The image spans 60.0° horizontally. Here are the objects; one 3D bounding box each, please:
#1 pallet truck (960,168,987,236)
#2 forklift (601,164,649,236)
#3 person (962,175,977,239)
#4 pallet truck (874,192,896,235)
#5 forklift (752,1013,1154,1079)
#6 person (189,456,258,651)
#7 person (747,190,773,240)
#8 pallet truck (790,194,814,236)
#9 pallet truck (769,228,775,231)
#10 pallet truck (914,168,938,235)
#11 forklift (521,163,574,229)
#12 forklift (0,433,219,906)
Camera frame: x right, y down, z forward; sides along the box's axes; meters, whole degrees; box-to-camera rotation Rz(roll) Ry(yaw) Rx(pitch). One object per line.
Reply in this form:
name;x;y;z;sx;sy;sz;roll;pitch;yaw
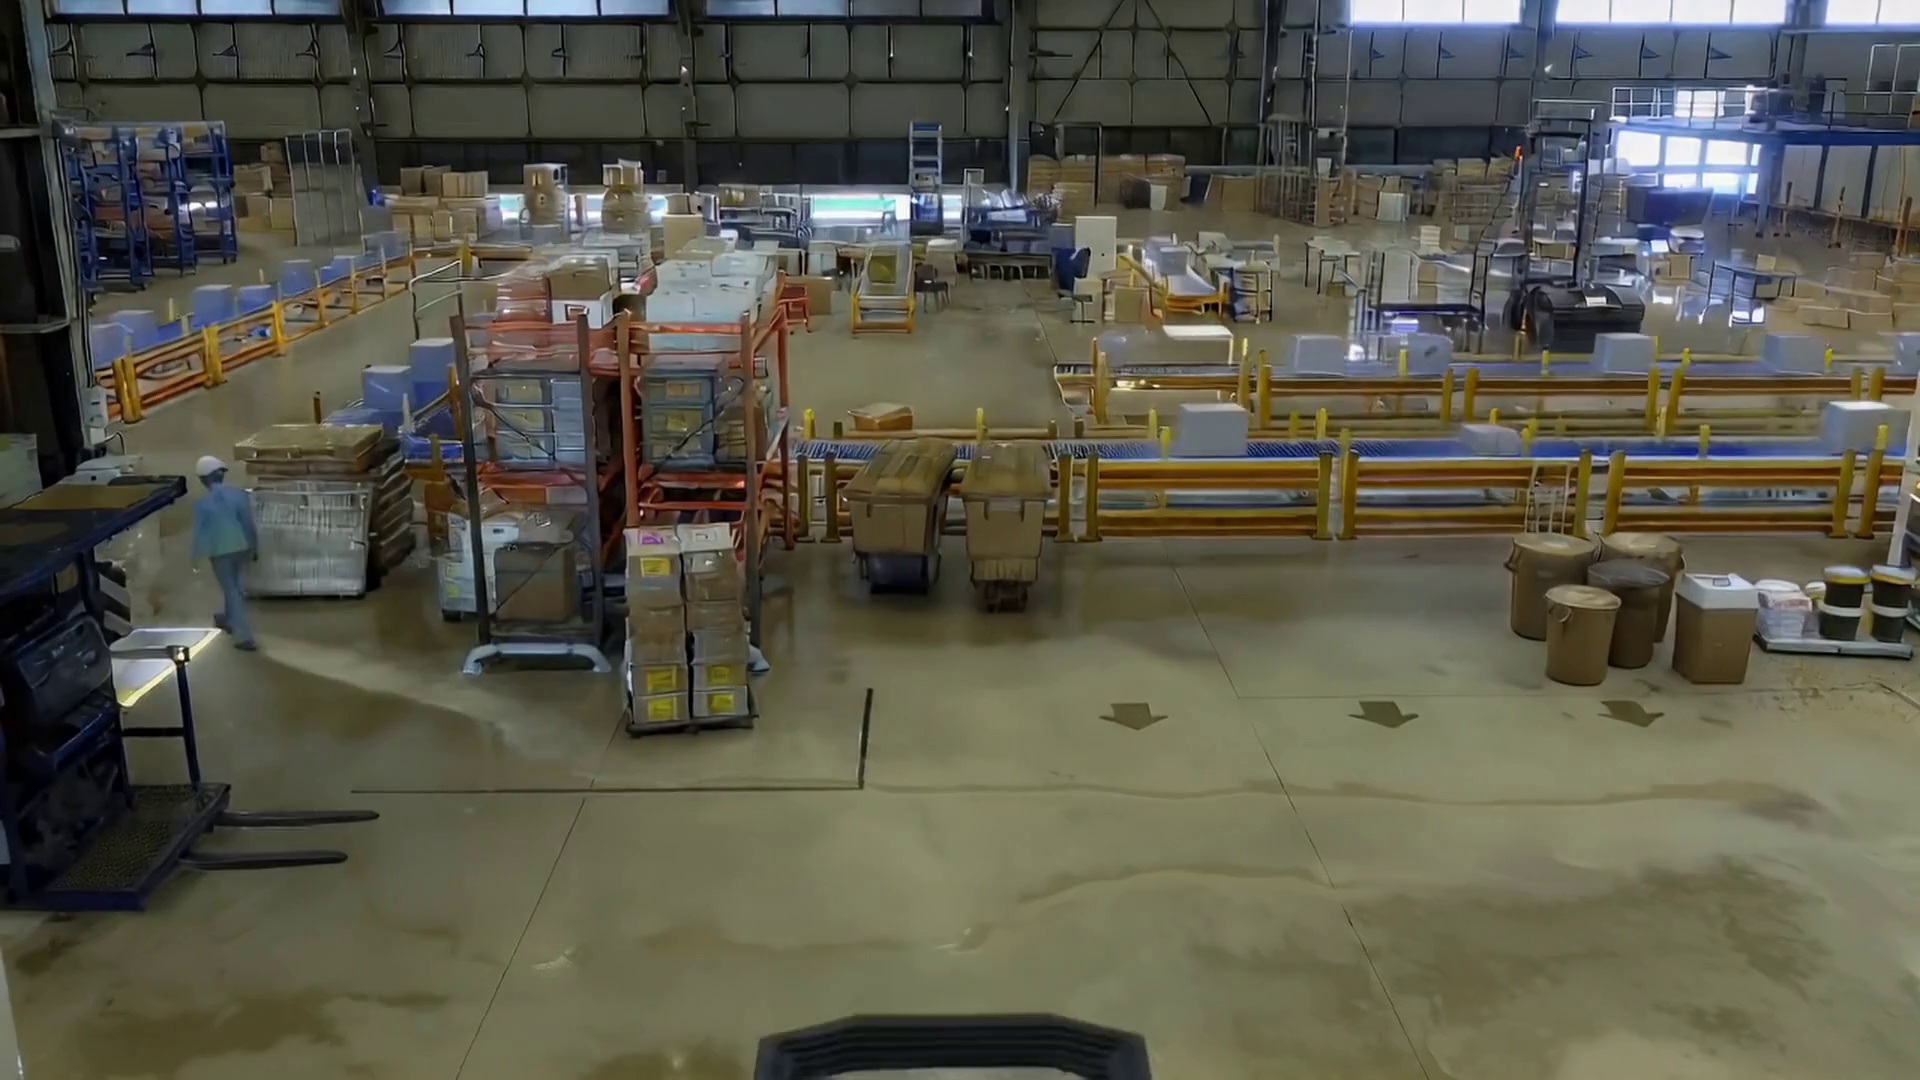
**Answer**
pallet truck;0.383;-10.230;50.206;0.823;1.965;1.885;-1;16;-3
forklift;-9.948;-10.127;49.296;1.157;1.987;2.680;-1;16;-3
person;0.241;-9.621;48.246;0.409;1.913;0.645;-11;19;-34
pallet truck;-2.277;-9.986;50.594;0.653;1.274;1.630;0;16;-1
forklift;-0.016;2.549;4.215;1.129;2.768;1.873;0;16;-1
person;-6.588;0.099;14.812;0.914;1.715;0.530;11;20;35
person;-4.894;-7.533;40.751;0.614;2.040;0.390;-1;16;-5
pallet truck;-4.814;-9.883;50.259;0.704;1.261;1.522;-1;16;-3
pallet truck;-6.051;-9.967;50.660;0.680;1.201;1.601;0;16;-1
pallet truck;-0.989;-10.316;50.507;0.823;1.965;1.885;1;16;3
forklift;-12.233;-10.122;49.298;1.157;1.987;2.680;0;16;-1
forklift;-5.952;0.780;10.366;1.873;2.768;1.129;0;16;-1
